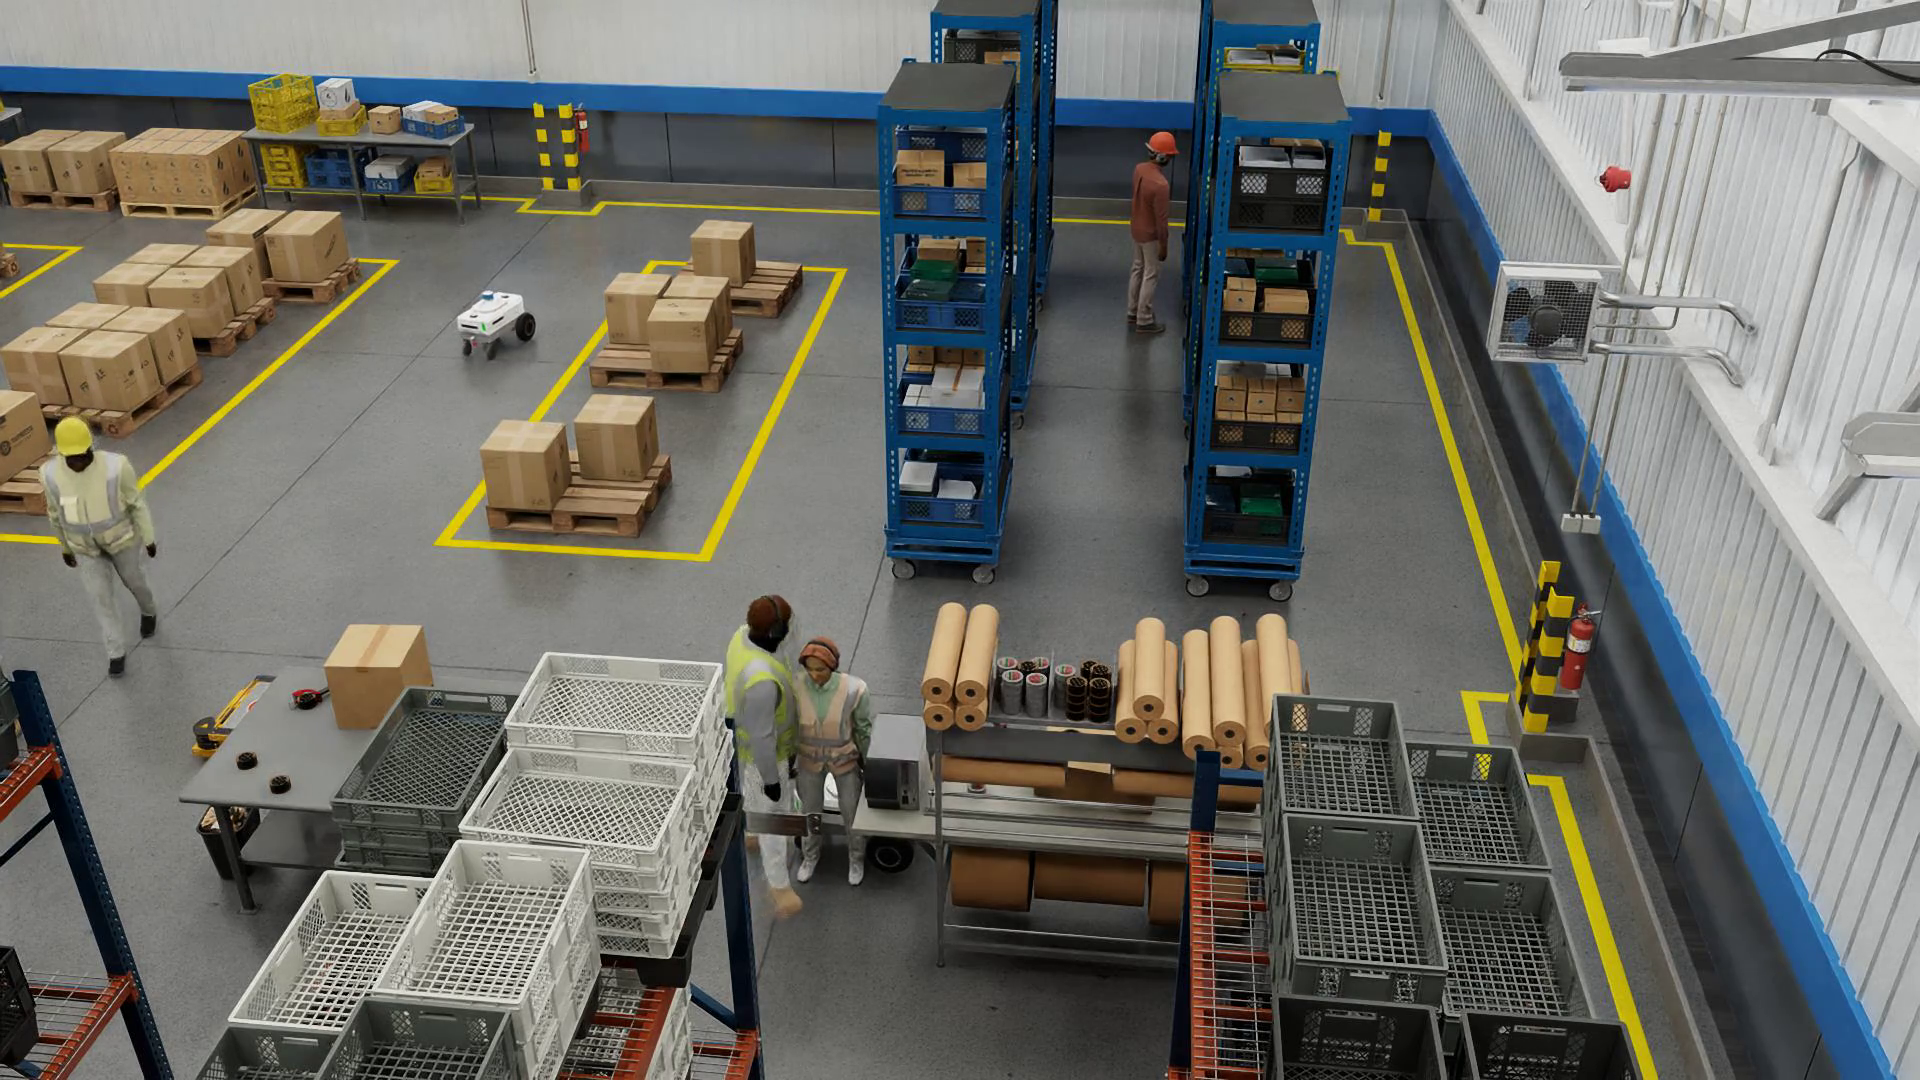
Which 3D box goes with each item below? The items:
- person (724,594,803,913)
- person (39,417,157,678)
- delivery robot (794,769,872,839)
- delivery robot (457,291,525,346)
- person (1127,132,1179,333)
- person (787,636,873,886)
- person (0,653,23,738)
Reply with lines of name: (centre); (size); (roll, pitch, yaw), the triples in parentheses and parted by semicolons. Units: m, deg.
person: (-1.069, 1.139, 9.180); (0.431, 1.809, 0.861); (-8, 31, -14)
person: (-5.745, -0.021, 11.168); (0.606, 1.810, 0.744); (-8, 31, -14)
delivery robot: (-0.595, 1.515, 9.673); (0.707, 0.478, 0.477); (6, 31, 9)
delivery robot: (-4.502, -2.148, 15.965); (0.477, 0.478, 0.707); (11, 32, 18)
person: (1.855, -2.960, 16.051); (0.411, 1.980, 0.626); (-11, 32, -18)
person: (-0.732, 1.220, 9.209); (0.526, 1.632, 0.315); (3, 30, 5)
person: (-6.235, 0.533, 10.318); (0.541, 1.698, 0.316); (10, 32, 17)
